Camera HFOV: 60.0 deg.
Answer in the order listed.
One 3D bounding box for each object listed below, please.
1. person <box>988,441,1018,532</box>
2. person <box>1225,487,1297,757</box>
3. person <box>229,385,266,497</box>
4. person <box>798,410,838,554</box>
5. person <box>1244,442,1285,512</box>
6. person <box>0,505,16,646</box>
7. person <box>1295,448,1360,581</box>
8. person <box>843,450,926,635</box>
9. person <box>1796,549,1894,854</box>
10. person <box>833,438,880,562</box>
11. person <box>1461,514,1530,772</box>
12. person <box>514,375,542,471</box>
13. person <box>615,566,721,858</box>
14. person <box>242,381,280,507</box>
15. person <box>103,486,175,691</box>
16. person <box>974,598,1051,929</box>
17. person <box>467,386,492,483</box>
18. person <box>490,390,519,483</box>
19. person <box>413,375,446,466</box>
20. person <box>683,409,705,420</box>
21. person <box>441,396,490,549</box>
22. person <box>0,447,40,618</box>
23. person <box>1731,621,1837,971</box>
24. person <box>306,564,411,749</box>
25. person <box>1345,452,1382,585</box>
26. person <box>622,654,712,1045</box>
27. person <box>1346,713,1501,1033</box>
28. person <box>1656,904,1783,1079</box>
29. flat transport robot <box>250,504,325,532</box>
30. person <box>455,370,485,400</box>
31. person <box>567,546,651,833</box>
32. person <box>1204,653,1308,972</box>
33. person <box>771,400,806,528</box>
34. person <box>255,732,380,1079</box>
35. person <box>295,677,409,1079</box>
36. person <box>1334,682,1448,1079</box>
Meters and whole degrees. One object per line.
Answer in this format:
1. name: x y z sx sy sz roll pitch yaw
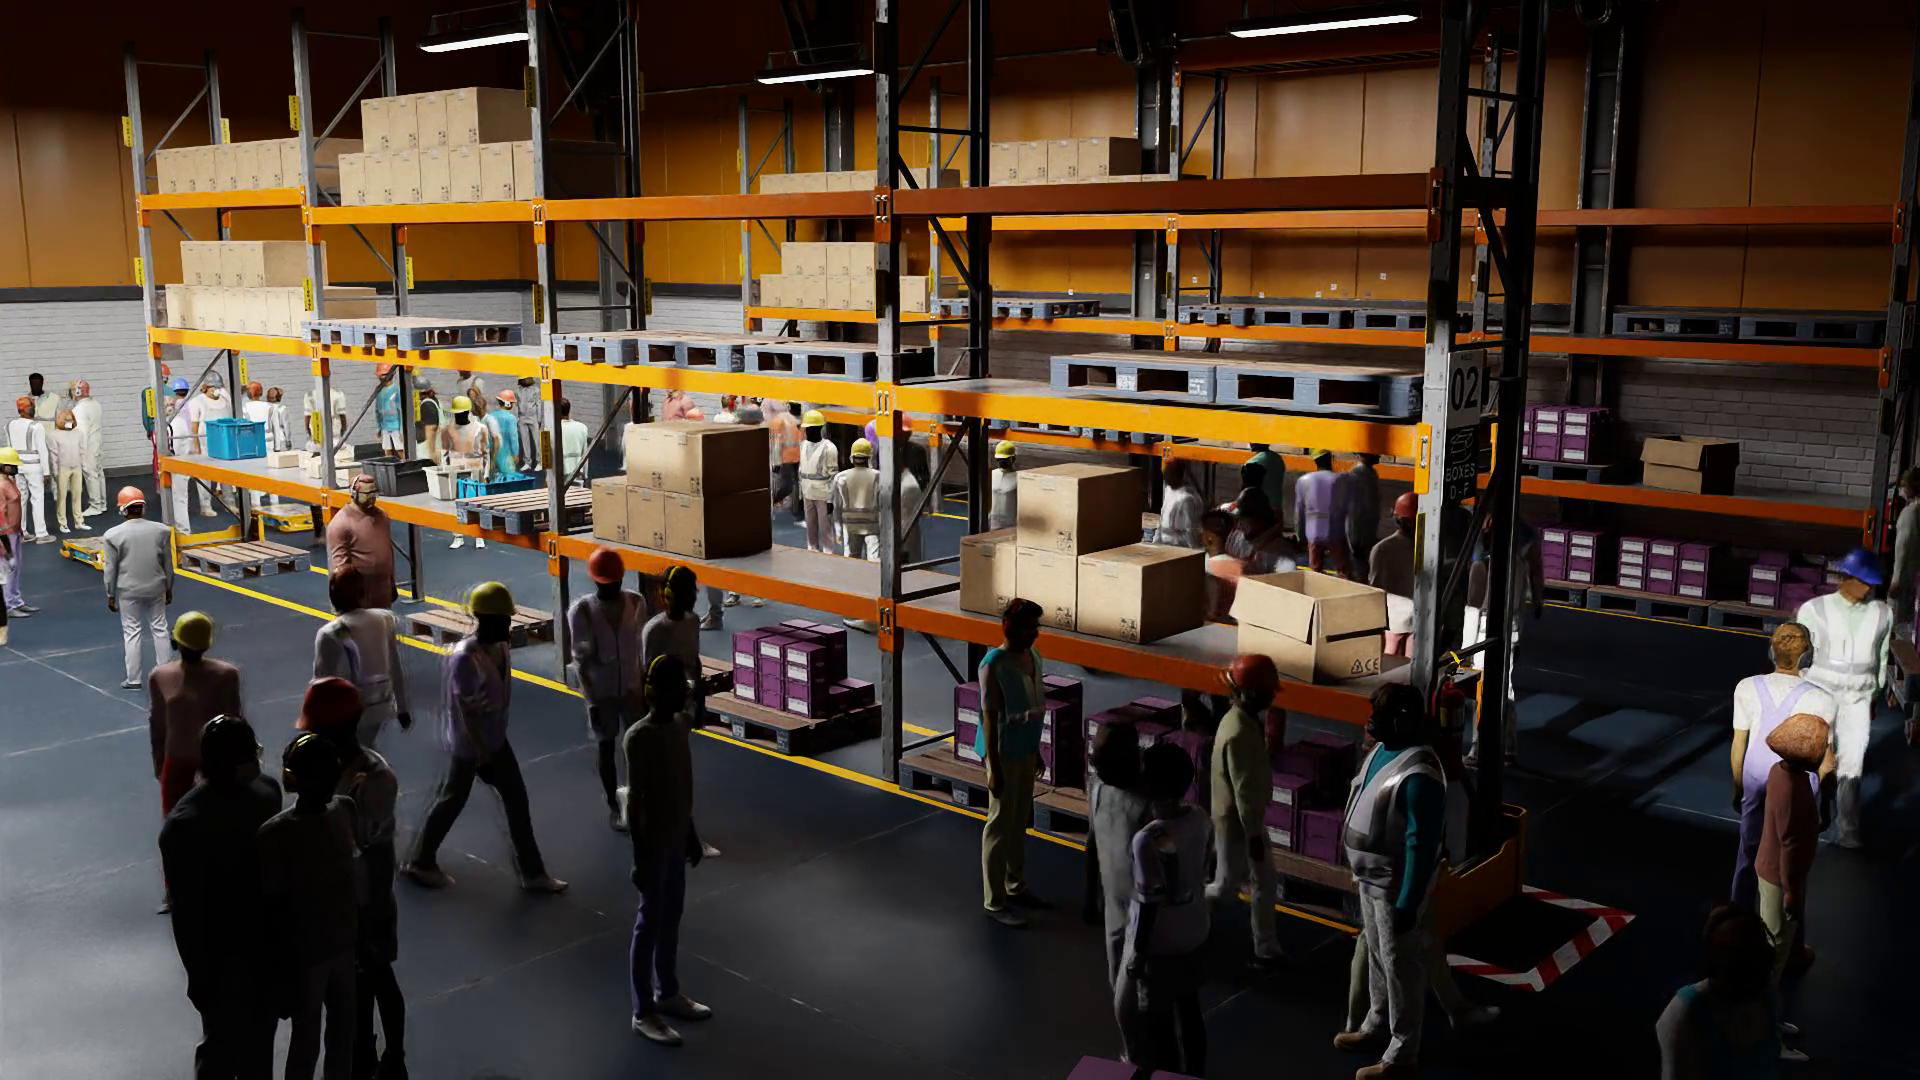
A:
1. person: 0.480 -0.172 17.471 0.518 1.757 0.337 6 12 31
2. person: 2.165 0.585 12.384 0.536 2.000 0.699 -5 11 -26
3. person: -10.767 -1.587 25.086 0.692 1.893 0.401 2 10 13
4. person: -1.636 -0.514 18.916 0.588 1.927 0.370 9 13 40
5. person: 3.152 -0.230 17.346 0.394 1.927 0.642 10 14 44
6. person: -9.258 0.171 15.745 0.587 1.673 0.504 -4 11 -22
7. person: 3.649 -0.040 16.406 0.737 1.875 0.452 4 11 20
8. person: -0.628 0.020 16.151 0.996 1.829 0.674 -5 11 -24
9. person: 5.609 0.968 10.675 0.632 1.897 1.044 2 10 9
10. person: -0.992 -0.124 16.980 0.587 1.833 0.404 0 10 -1
11. person: 3.855 0.737 12.010 0.576 1.877 0.341 -7 12 -33
12. person: -7.279 -2.024 28.016 0.493 1.728 0.324 2 10 13
13. person: -1.852 1.041 10.375 0.777 1.845 0.523 5 11 27
14. person: -9.882 -1.295 23.455 0.576 1.884 0.354 -7 12 -35
15. person: -7.020 0.407 14.227 0.350 1.744 0.566 9 14 43
16. person: 0.290 1.224 9.337 0.390 1.840 0.565 5 11 28
17. person: -7.465 -1.563 25.696 0.519 1.633 0.314 2 10 12
18. person: -6.478 -1.280 23.778 0.575 1.740 0.349 8 13 38
19. person: -7.378 -1.301 23.047 0.589 2.000 0.659 2 10 10
20. person: -3.313 -0.776 20.886 0.325 1.752 0.563 2 10 12
21. person: -6.172 -0.840 20.777 0.594 1.919 0.377 -1 10 -6
22. person: -9.653 -0.074 16.930 0.338 1.752 0.528 -3 10 -17
23. person: 4.298 1.331 8.719 0.508 1.846 0.345 9 14 42
24. person: -3.674 1.075 10.103 0.577 1.862 0.712 5 11 25
25. person: 3.996 -0.122 16.681 0.569 1.928 0.625 7 12 35
26. person: -1.406 1.450 7.975 0.329 1.871 0.513 4 11 22
27. person: 2.210 1.592 7.916 0.793 1.601 0.510 -3 10 -15
28. person: 2.353 1.976 5.163 0.526 1.814 0.498 -4 11 -24
29. flat transport robot: -9.073 -0.314 22.469 1.431 0.197 0.652 9 14 43
30. person: -8.209 -2.101 27.902 0.638 1.934 0.600 7 12 34
31. person: -2.209 0.961 10.631 0.557 1.908 0.517 -6 12 -30
32. person: 1.398 1.414 8.604 0.758 1.719 0.547 3 11 18
33. person: -2.292 -1.117 22.416 0.684 1.900 0.605 9 13 41
34. person: -2.562 1.677 6.706 0.312 1.866 0.538 4 11 23
35. person: -2.689 1.536 7.332 0.543 1.929 0.387 8 13 38
36. person: 1.948 1.541 7.543 0.429 1.843 0.631 0 10 -3
